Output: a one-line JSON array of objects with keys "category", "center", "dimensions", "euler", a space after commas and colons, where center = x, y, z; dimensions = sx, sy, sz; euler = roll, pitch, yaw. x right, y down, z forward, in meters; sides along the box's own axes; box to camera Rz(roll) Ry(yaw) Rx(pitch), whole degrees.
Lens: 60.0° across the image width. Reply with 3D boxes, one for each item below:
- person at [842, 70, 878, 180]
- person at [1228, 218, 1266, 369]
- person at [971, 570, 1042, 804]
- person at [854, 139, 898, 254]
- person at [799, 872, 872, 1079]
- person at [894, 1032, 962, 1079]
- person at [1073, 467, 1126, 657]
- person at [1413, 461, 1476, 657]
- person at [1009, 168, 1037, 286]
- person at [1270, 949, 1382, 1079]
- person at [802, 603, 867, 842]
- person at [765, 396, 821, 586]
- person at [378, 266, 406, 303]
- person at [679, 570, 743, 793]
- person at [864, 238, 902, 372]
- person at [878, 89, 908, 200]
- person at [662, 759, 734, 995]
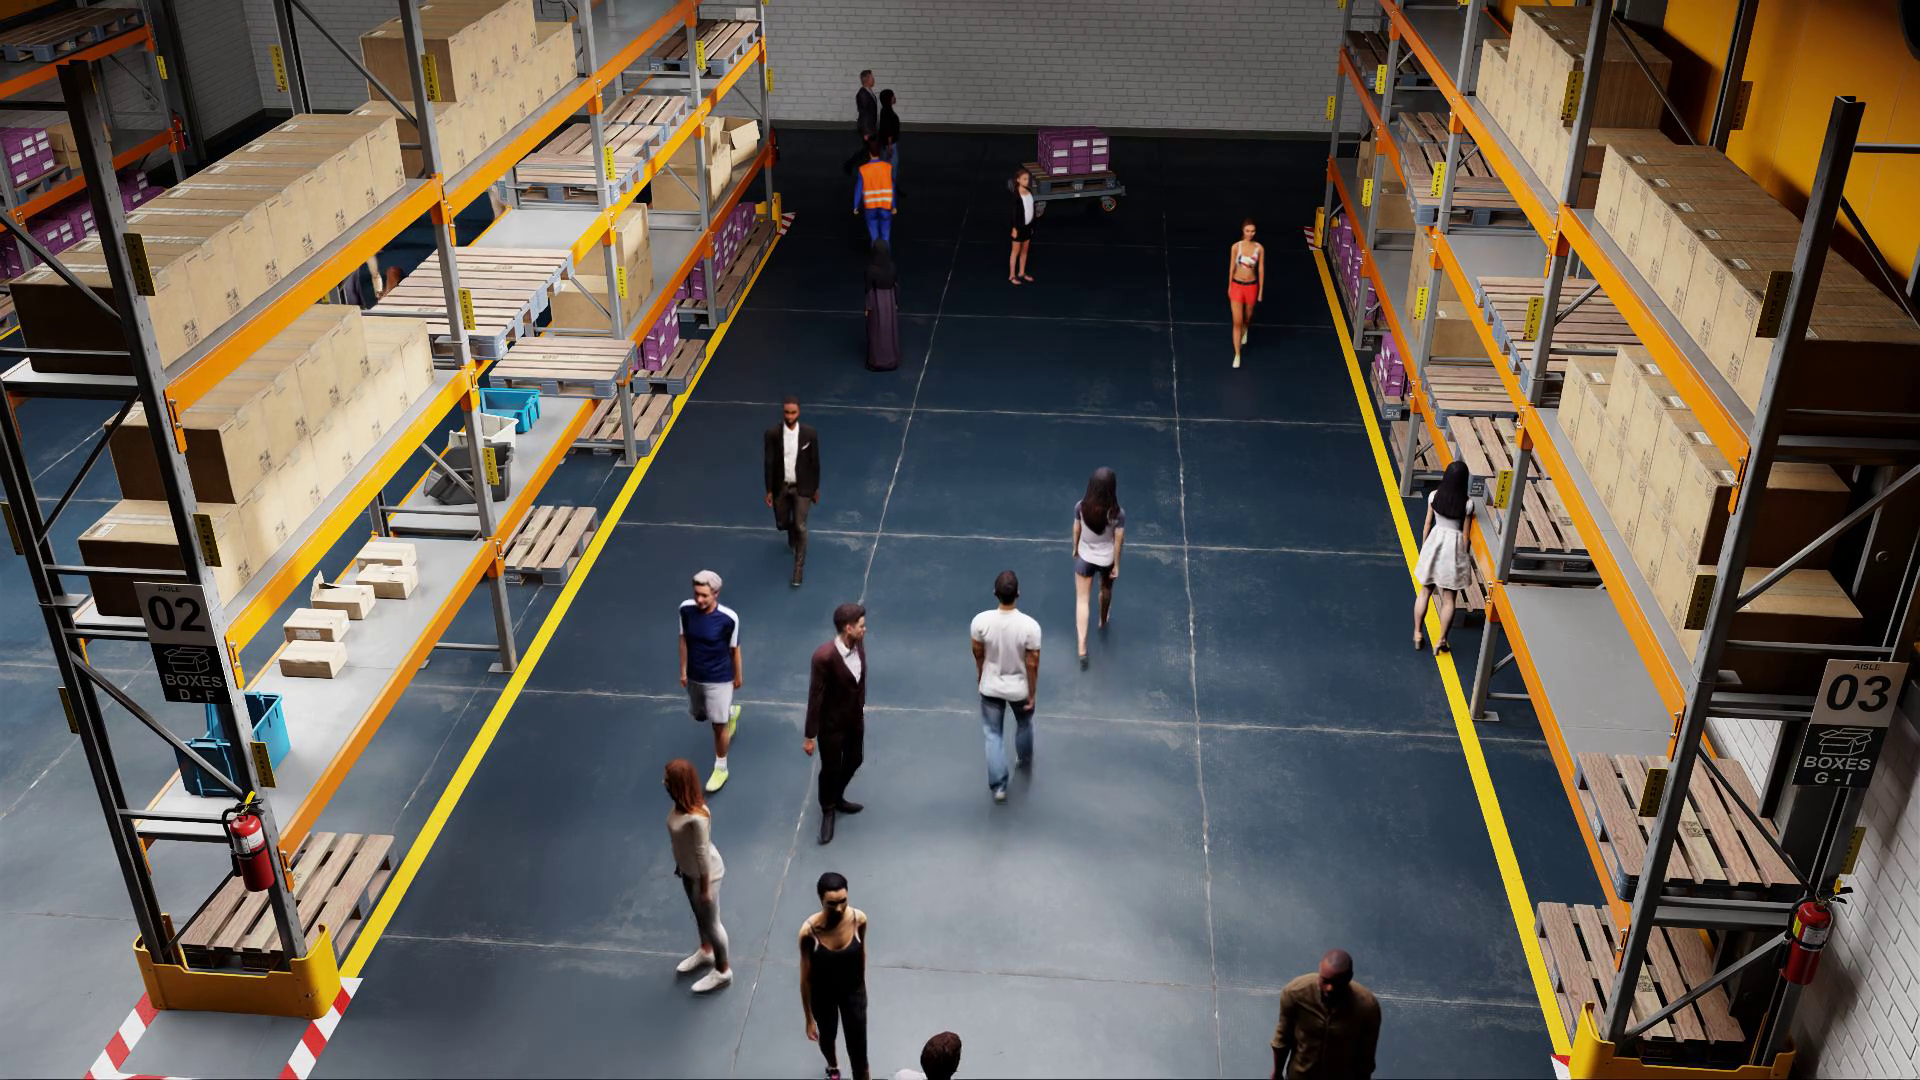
[{"category": "person", "center": [-1.517, -6.488, 26.218], "dimensions": [0.816, 1.824, 0.955], "euler": [1, 29, 2]}, {"category": "person", "center": [3.408, -3.003, 19.899], "dimensions": [0.630, 1.758, 1.125], "euler": [4, 29, 8]}, {"category": "person", "center": [0.321, 1.124, 12.253], "dimensions": [0.696, 1.835, 0.949], "euler": [4, 29, 7]}, {"category": "person", "center": [-1.102, -4.453, 22.465], "dimensions": [0.890, 1.846, 0.998], "euler": [-7, 29, -12]}, {"category": "person", "center": [-0.757, 2.598, 9.687], "dimensions": [0.809, 1.704, 1.047], "euler": [-8, 30, -15]}, {"category": "person", "center": [-0.209, 3.263, 8.352], "dimensions": [1.045, 1.815, 1.284], "euler": [17, 33, 28]}, {"category": "person", "center": [1.131, 0.209, 14.104], "dimensions": [0.644, 1.667, 1.110], "euler": [4, 29, 8]}, {"category": "person", "center": [4.111, 0.149, 14.109], "dimensions": [0.776, 1.769, 0.799], "euler": [18, 34, 30]}, {"category": "person", "center": [0.828, -4.239, 22.375], "dimensions": [0.638, 1.555, 0.703], "euler": [-24, 37, -37]}, {"category": "person", "center": [1.960, 2.904, 9.003], "dimensions": [0.756, 1.822, 0.637], "euler": [8, 30, 15]}, {"category": "person", "center": [-0.871, 1.259, 11.987], "dimensions": [0.791, 1.853, 0.954], "euler": [-24, 37, -37]}, {"category": "person", "center": [-1.547, -0.506, 15.293], "dimensions": [0.720, 1.784, 1.024], "euler": [-1, 29, -1]}, {"category": "person", "center": [-6.238, -2.166, 18.436], "dimensions": [0.796, 1.690, 1.016], "euler": [10, 30, 18]}, {"category": "person", "center": [-1.845, 0.973, 12.546], "dimensions": [0.827, 1.818, 1.087], "euler": [10, 30, 18]}, {"category": "person", "center": [-0.940, -2.792, 19.663], "dimensions": [0.712, 1.613, 0.747], "euler": [-14, 32, -24]}, {"category": "person", "center": [-1.186, -6.081, 25.614], "dimensions": [0.827, 1.688, 0.950], "euler": [-7, 29, -13]}, {"category": "person", "center": [-1.632, 2.095, 10.605], "dimensions": [0.757, 1.707, 0.669], "euler": [-14, 31, -23]}]
